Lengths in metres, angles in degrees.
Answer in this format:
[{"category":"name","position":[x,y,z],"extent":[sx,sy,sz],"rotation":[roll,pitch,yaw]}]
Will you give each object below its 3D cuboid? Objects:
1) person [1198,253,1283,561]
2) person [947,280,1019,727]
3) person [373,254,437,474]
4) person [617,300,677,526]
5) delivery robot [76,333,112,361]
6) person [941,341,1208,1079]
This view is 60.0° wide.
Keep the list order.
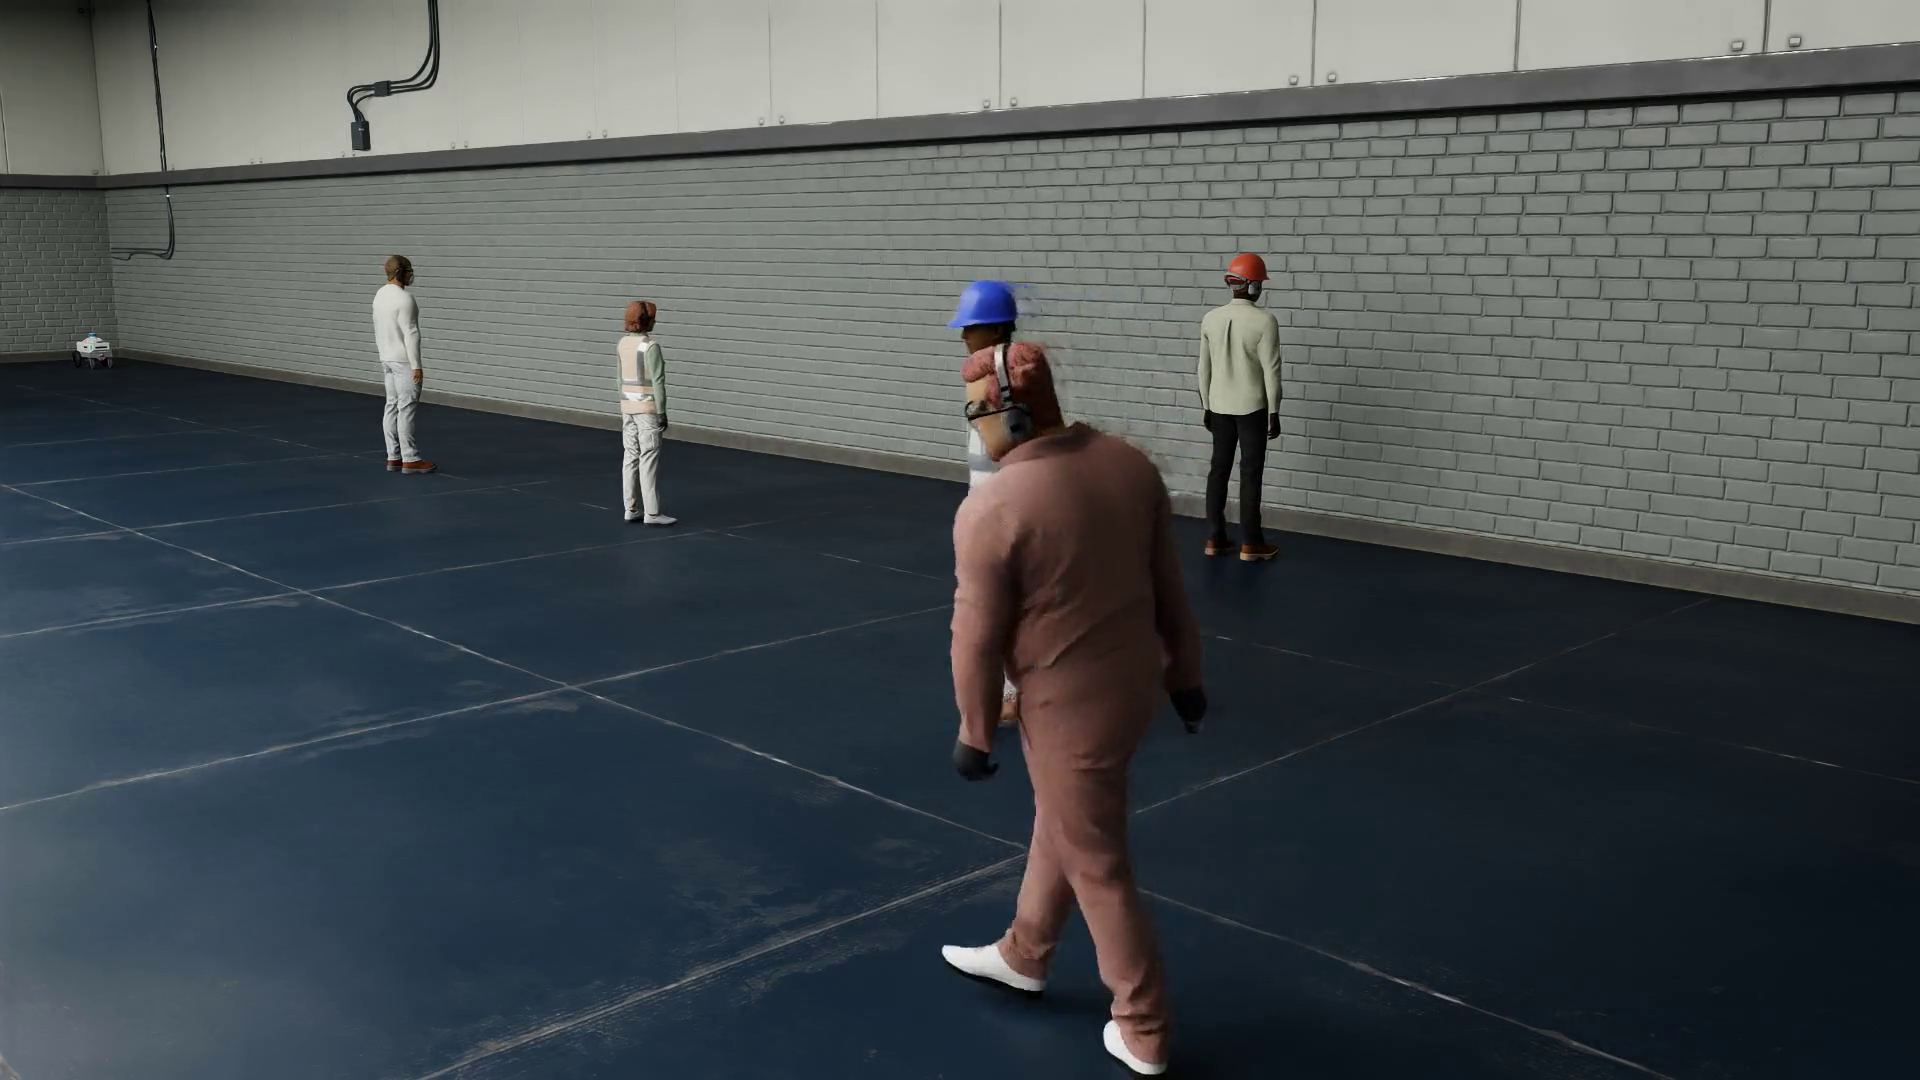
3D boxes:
[{"category":"person","position":[1.849,-0.874,10.914],"extent":[0.622,1.993,0.381],"rotation":[10,15,44]},{"category":"person","position":[0.175,-0.136,7.088],"extent":[0.465,1.924,0.654],"rotation":[-1,10,-6]},{"category":"person","position":[-4.997,-1.577,14.902],"extent":[0.635,1.939,0.362],"rotation":[10,15,44]},{"category":"person","position":[-2.319,-0.929,12.174],"extent":[0.522,1.645,0.306],"rotation":[10,15,44]},{"category":"delivery robot","position":[-13.955,-3.092,26.803],"extent":[0.477,0.478,0.707],"rotation":[-10,14,-44]},{"category":"person","position":[0.232,0.419,4.279],"extent":[0.832,1.852,0.713],"rotation":[9,14,40]}]
